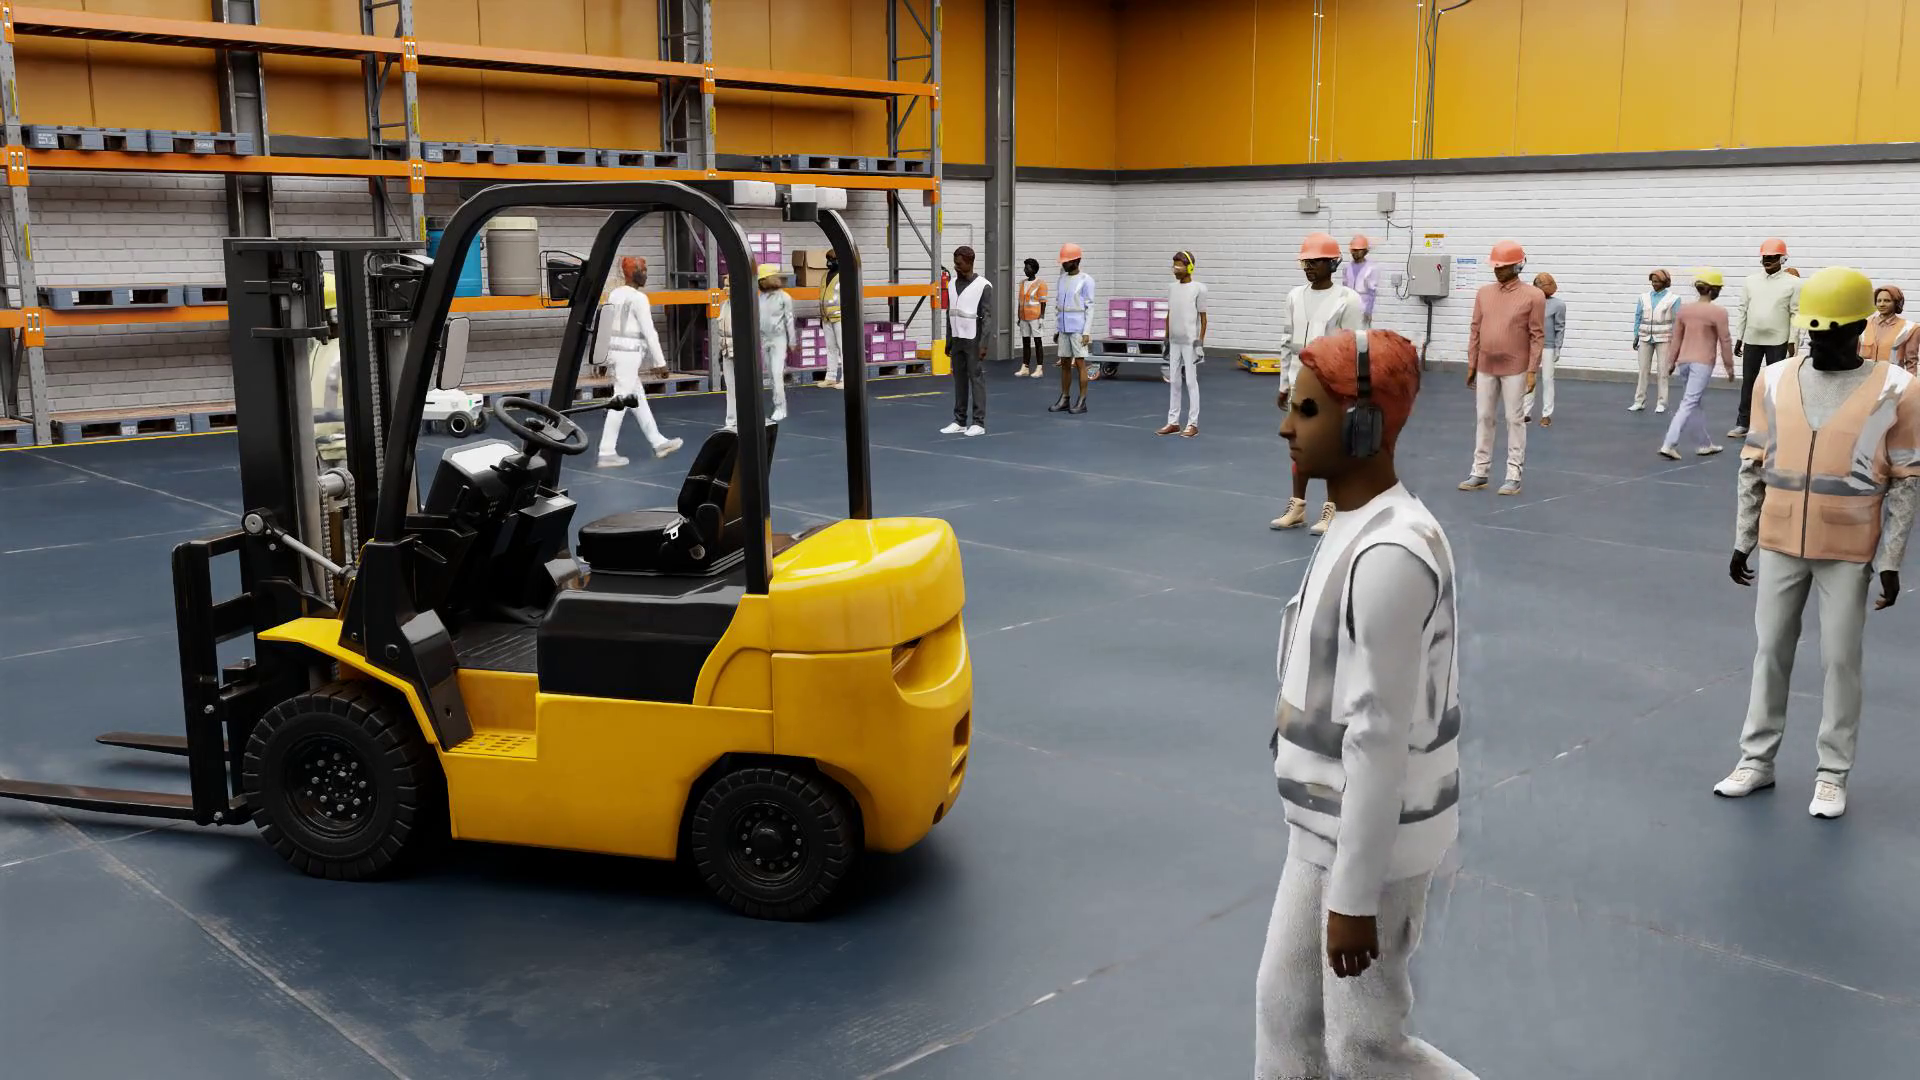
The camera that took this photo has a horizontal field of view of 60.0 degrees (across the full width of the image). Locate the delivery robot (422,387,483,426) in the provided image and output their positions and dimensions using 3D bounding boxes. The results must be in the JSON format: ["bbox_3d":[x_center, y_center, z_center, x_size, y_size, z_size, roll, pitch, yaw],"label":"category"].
[{"bbox_3d":[-5.208,-1.368,16.805,0.707,0.478,0.477,1,10,5],"label":"delivery robot"}]

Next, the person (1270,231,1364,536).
[{"bbox_3d":[2.407,-1.050,11.259,0.379,2.045,0.605,-10,14,-43],"label":"person"}]

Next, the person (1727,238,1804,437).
[{"bbox_3d":[8.006,-1.991,16.523,0.378,1.996,0.610,-10,14,-43],"label":"person"}]

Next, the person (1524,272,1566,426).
[{"bbox_3d":[6.180,-2.030,17.724,0.278,1.633,0.499,-10,14,-43],"label":"person"}]

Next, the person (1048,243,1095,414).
[{"bbox_3d":[1.266,-2.401,18.947,0.374,1.928,0.543,-10,14,-43],"label":"person"}]

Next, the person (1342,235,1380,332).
[{"bbox_3d":[5.495,-3.197,23.028,0.602,2.021,0.528,9,14,41],"label":"person"}]

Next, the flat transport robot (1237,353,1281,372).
[{"bbox_3d":[4.587,-2.646,24.800,0.652,0.197,1.431,0,10,-1],"label":"flat transport robot"}]

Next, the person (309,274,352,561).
[{"bbox_3d":[-3.268,-0.487,8.797,0.402,1.822,0.588,-10,14,-43],"label":"person"}]

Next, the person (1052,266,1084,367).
[{"bbox_3d":[1.680,-3.591,25.585,0.327,1.874,0.520,-10,14,-43],"label":"person"}]

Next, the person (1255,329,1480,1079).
[{"bbox_3d":[0.821,0.542,3.076,0.776,1.863,0.579,1,10,6],"label":"person"}]

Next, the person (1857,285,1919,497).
[{"bbox_3d":[7.162,-1.161,12.964,0.311,1.642,0.514,-10,14,-43],"label":"person"}]

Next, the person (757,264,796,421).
[{"bbox_3d":[-2.087,-2.160,18.238,0.496,1.703,0.749,4,11,21],"label":"person"}]

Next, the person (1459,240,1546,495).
[{"bbox_3d":[4.249,-1.348,13.045,0.393,1.985,0.610,-10,14,-43],"label":"person"}]

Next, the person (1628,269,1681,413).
[{"bbox_3d":[7.978,-2.281,19.077,0.311,1.639,0.514,-10,14,-43],"label":"person"}]

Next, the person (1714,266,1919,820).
[{"bbox_3d":[2.998,0.012,5.818,0.382,1.917,0.585,-10,14,-43],"label":"person"}]

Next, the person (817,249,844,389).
[{"bbox_3d":[-1.649,-2.922,22.022,0.429,1.845,0.620,-10,14,-43],"label":"person"}]

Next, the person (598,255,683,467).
[{"bbox_3d":[-2.857,-1.591,14.765,0.981,1.834,0.606,-8,13,-38],"label":"person"}]

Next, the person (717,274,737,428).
[{"bbox_3d":[-2.263,-1.864,16.796,0.311,1.642,0.514,-10,14,-43],"label":"person"}]

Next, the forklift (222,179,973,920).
[{"bbox_3d":[-1.114,-0.058,5.440,2.313,2.155,1.214,2,11,13],"label":"forklift"}]

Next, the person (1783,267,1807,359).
[{"bbox_3d":[9.991,-2.475,20.146,0.278,1.634,0.499,-10,14,-43],"label":"person"}]

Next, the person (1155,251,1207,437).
[{"bbox_3d":[2.247,-1.968,16.764,0.326,1.865,0.520,-10,14,-43],"label":"person"}]

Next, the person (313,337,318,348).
[{"bbox_3d":[-4.939,-1.131,12.962,0.894,1.586,0.520,-3,11,-14],"label":"person"}]

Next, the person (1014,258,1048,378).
[{"bbox_3d":[1.014,-3.162,23.722,0.320,1.698,0.531,-10,14,-43],"label":"person"}]

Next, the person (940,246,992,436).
[{"bbox_3d":[0.081,-2.019,16.907,0.390,1.913,0.588,-10,14,-43],"label":"person"}]

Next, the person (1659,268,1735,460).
[{"bbox_3d":[6.680,-1.587,15.062,0.892,1.726,0.540,-5,12,-25],"label":"person"}]
